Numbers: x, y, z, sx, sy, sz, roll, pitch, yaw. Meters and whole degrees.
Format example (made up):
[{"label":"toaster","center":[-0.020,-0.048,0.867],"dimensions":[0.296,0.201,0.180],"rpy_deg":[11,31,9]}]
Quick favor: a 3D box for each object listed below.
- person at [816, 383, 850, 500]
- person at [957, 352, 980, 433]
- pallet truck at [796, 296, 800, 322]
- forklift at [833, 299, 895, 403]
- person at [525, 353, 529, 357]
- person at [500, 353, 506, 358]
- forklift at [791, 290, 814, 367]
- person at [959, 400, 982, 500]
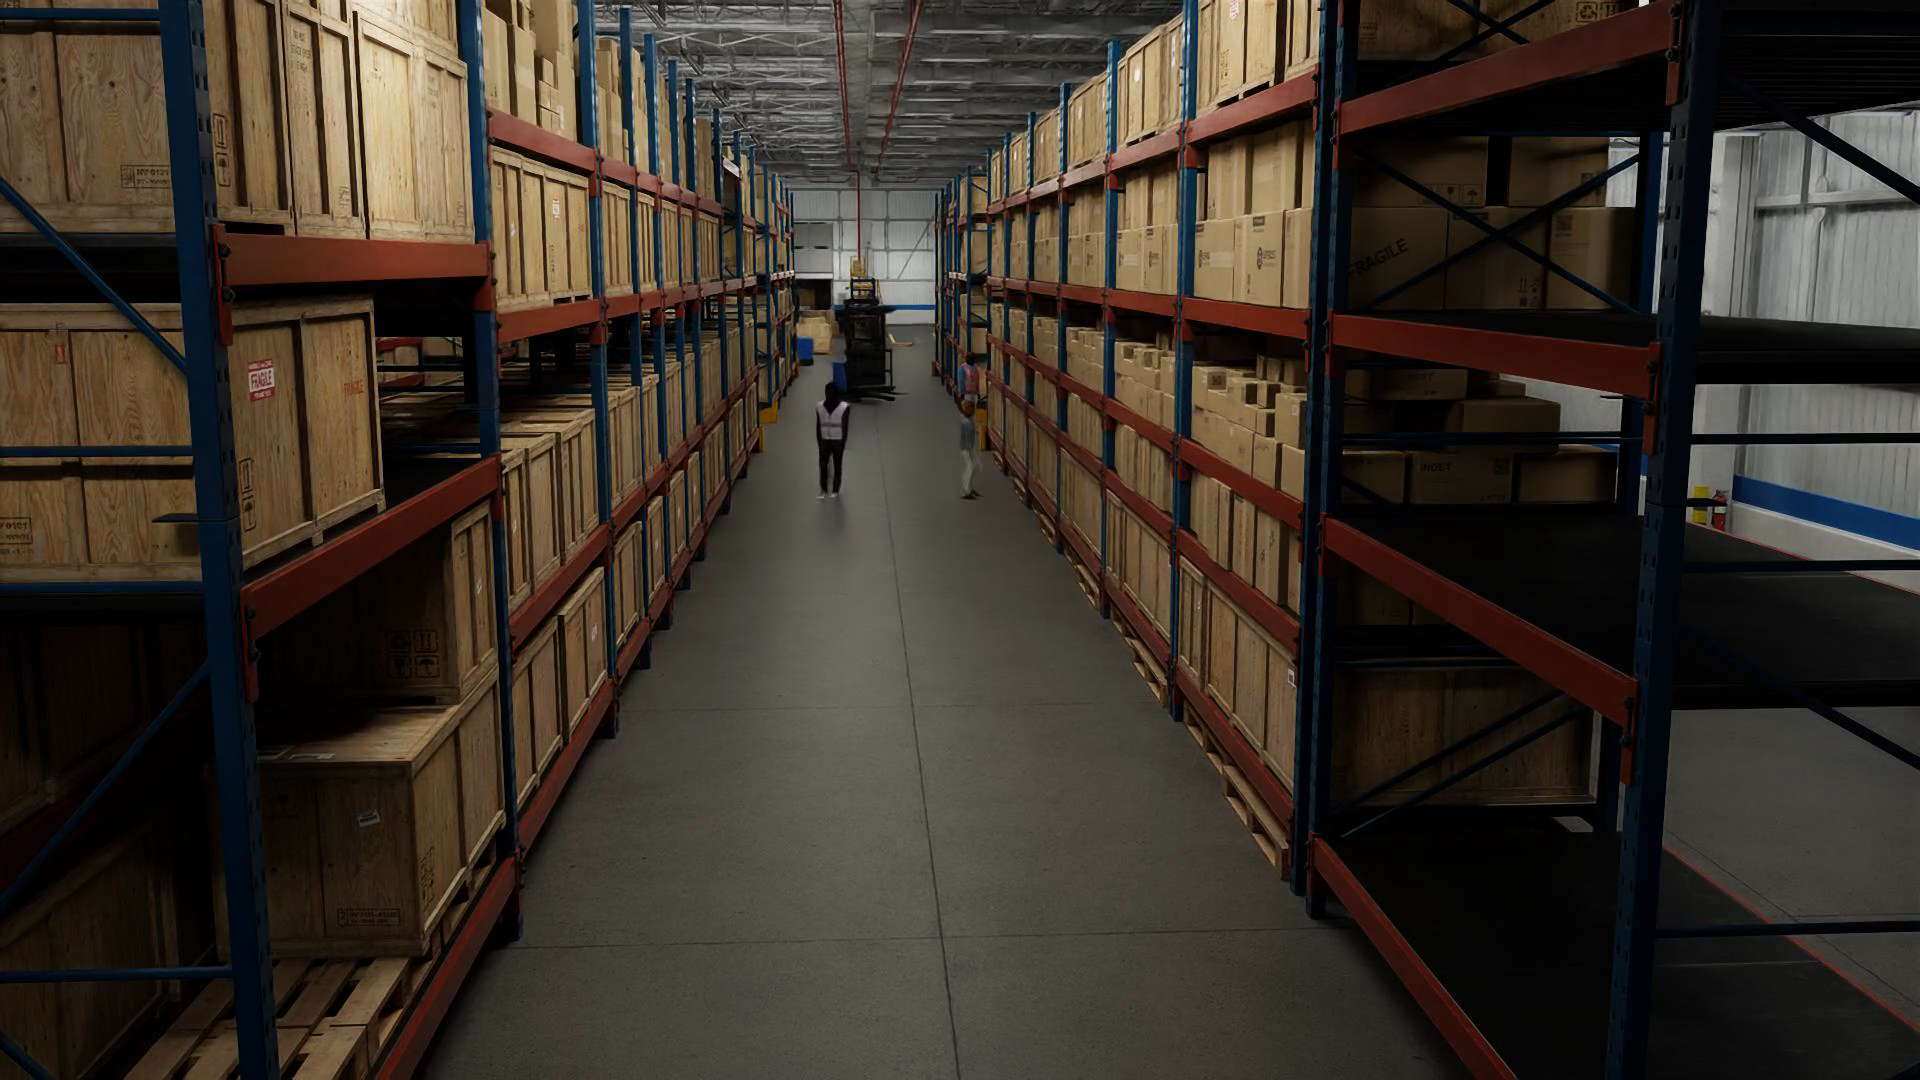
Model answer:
[{"label":"person","center":[-2.083,-1.582,26.858],"dimensions":[0.581,1.885,0.812],"rpy_deg":[2,10,11]},{"label":"person","center":[0.228,-3.280,37.178],"dimensions":[0.429,1.838,0.621],"rpy_deg":[8,13,41]},{"label":"pallet truck","center":[-8.622,-12.439,91.403],"dimensions":[1.885,1.965,0.823],"rpy_deg":[2,10,13]},{"label":"forklift","center":[-2.692,-5.226,45.686],"dimensions":[1.129,2.768,1.873],"rpy_deg":[-5,11,-26]},{"label":"person","center":[-10.182,-3.877,40.169],"dimensions":[0.616,2.027,0.501],"rpy_deg":[-1,10,-6]},{"label":"person","center":[-10.064,-3.156,36.339],"dimensions":[0.936,1.870,0.651],"rpy_deg":[-5,11,-26]},{"label":"forklift","center":[-6.295,-7.648,60.151],"dimensions":[1.129,2.768,1.873],"rpy_deg":[7,12,38]},{"label":"person","center":[0.185,-1.450,26.891],"dimensions":[0.389,1.624,0.558],"rpy_deg":[4,10,21]}]
